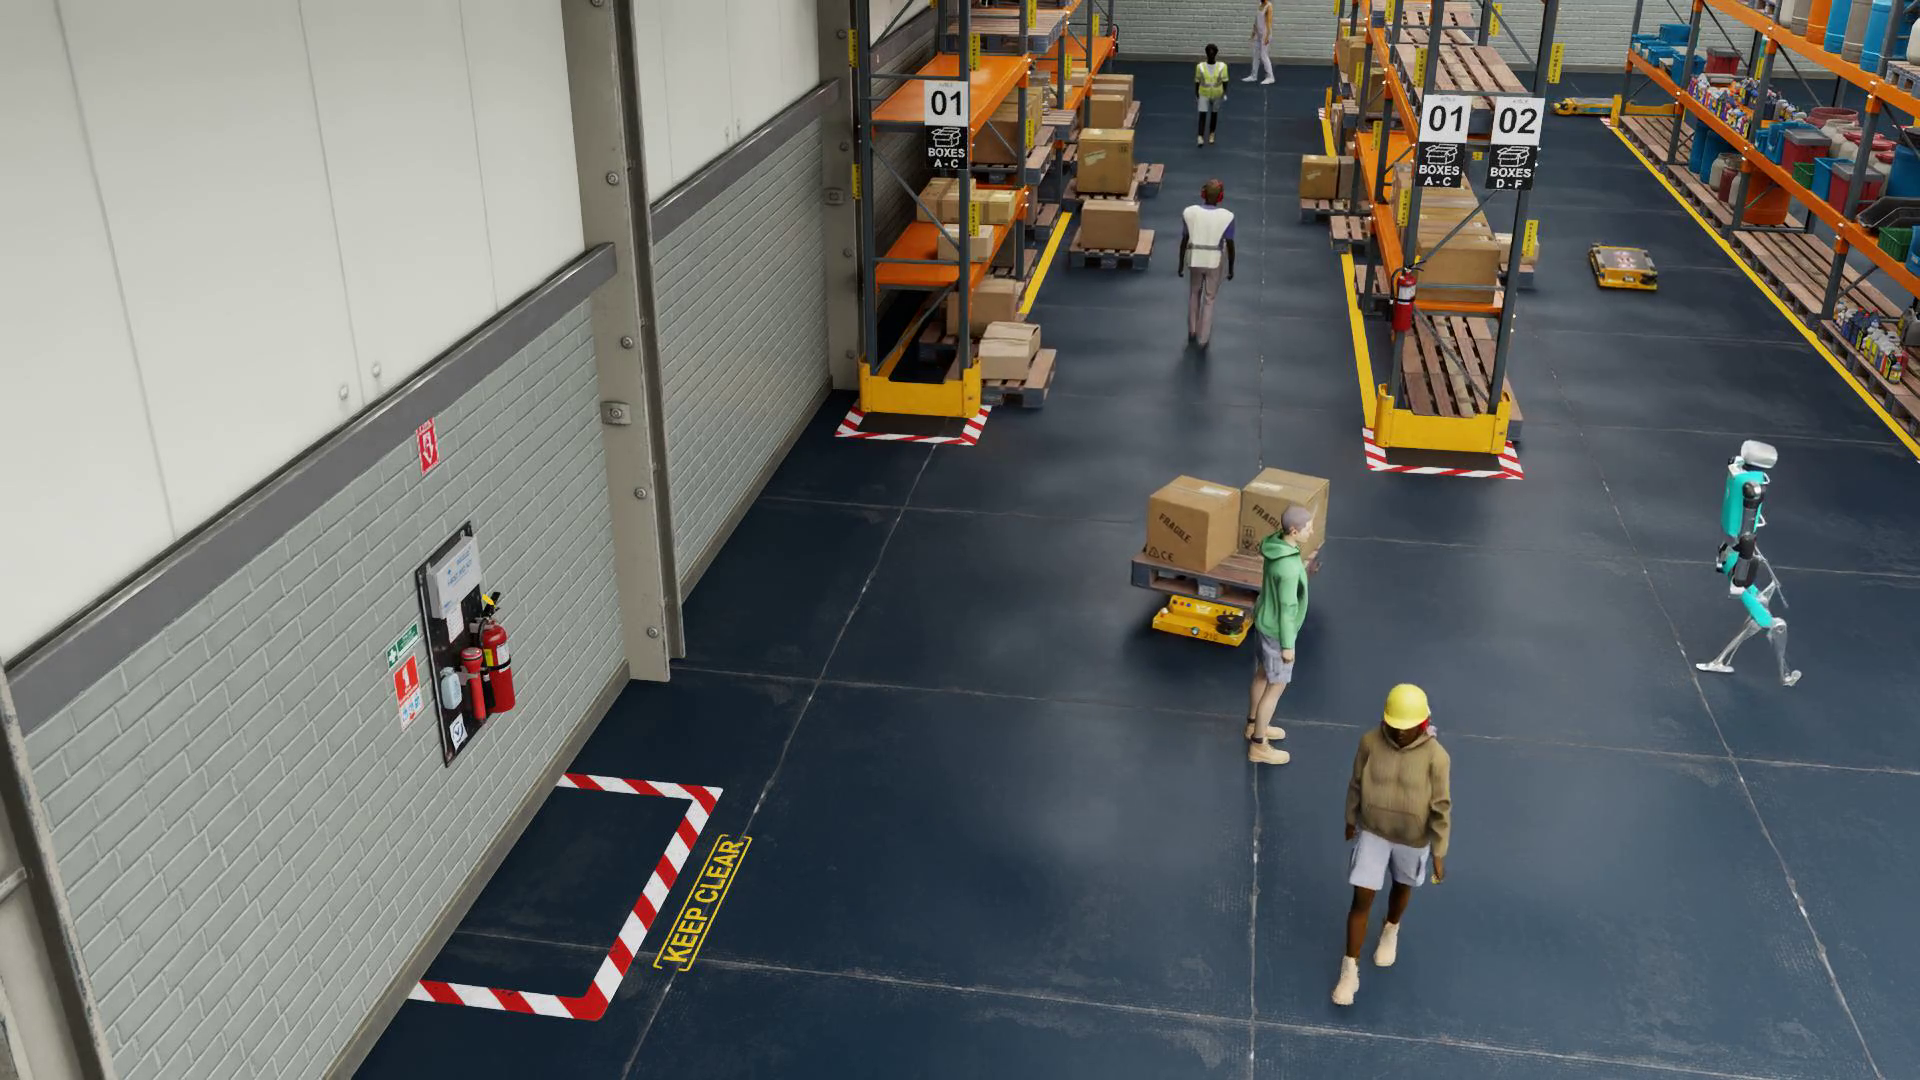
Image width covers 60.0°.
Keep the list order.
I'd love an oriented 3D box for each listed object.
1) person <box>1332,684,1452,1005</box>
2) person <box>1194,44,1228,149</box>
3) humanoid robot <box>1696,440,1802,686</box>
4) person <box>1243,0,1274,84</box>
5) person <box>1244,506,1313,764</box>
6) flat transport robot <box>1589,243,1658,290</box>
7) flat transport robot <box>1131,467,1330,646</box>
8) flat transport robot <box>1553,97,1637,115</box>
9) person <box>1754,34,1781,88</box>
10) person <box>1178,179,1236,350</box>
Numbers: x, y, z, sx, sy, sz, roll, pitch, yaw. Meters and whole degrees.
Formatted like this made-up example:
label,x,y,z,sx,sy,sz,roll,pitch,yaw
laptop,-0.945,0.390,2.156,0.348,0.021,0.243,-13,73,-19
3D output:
label,x,y,z,sx,sy,sz,roll,pitch,yaw
person,2.172,1.525,8.355,0.555,1.726,0.820,10,27,21
person,4.119,-7.295,27.338,0.546,1.644,0.887,3,25,6
humanoid robot,5.495,0.222,11.246,0.833,1.855,0.561,4,25,9
person,5.944,-9.974,32.846,0.432,1.857,0.588,-10,27,-20
person,1.979,0.582,10.390,0.316,1.733,0.477,0,25,-1
flat transport robot,8.209,-3.387,20.606,0.659,0.231,1.431,6,26,13
flat transport robot,2.005,0.365,12.577,0.659,0.231,1.431,12,27,23
flat transport robot,11.549,-7.835,30.126,1.431,0.231,0.659,4,25,9
person,15.778,-9.732,32.416,0.313,1.769,0.524,-13,28,-26
person,2.667,-2.972,17.877,0.594,1.819,0.595,10,27,20
